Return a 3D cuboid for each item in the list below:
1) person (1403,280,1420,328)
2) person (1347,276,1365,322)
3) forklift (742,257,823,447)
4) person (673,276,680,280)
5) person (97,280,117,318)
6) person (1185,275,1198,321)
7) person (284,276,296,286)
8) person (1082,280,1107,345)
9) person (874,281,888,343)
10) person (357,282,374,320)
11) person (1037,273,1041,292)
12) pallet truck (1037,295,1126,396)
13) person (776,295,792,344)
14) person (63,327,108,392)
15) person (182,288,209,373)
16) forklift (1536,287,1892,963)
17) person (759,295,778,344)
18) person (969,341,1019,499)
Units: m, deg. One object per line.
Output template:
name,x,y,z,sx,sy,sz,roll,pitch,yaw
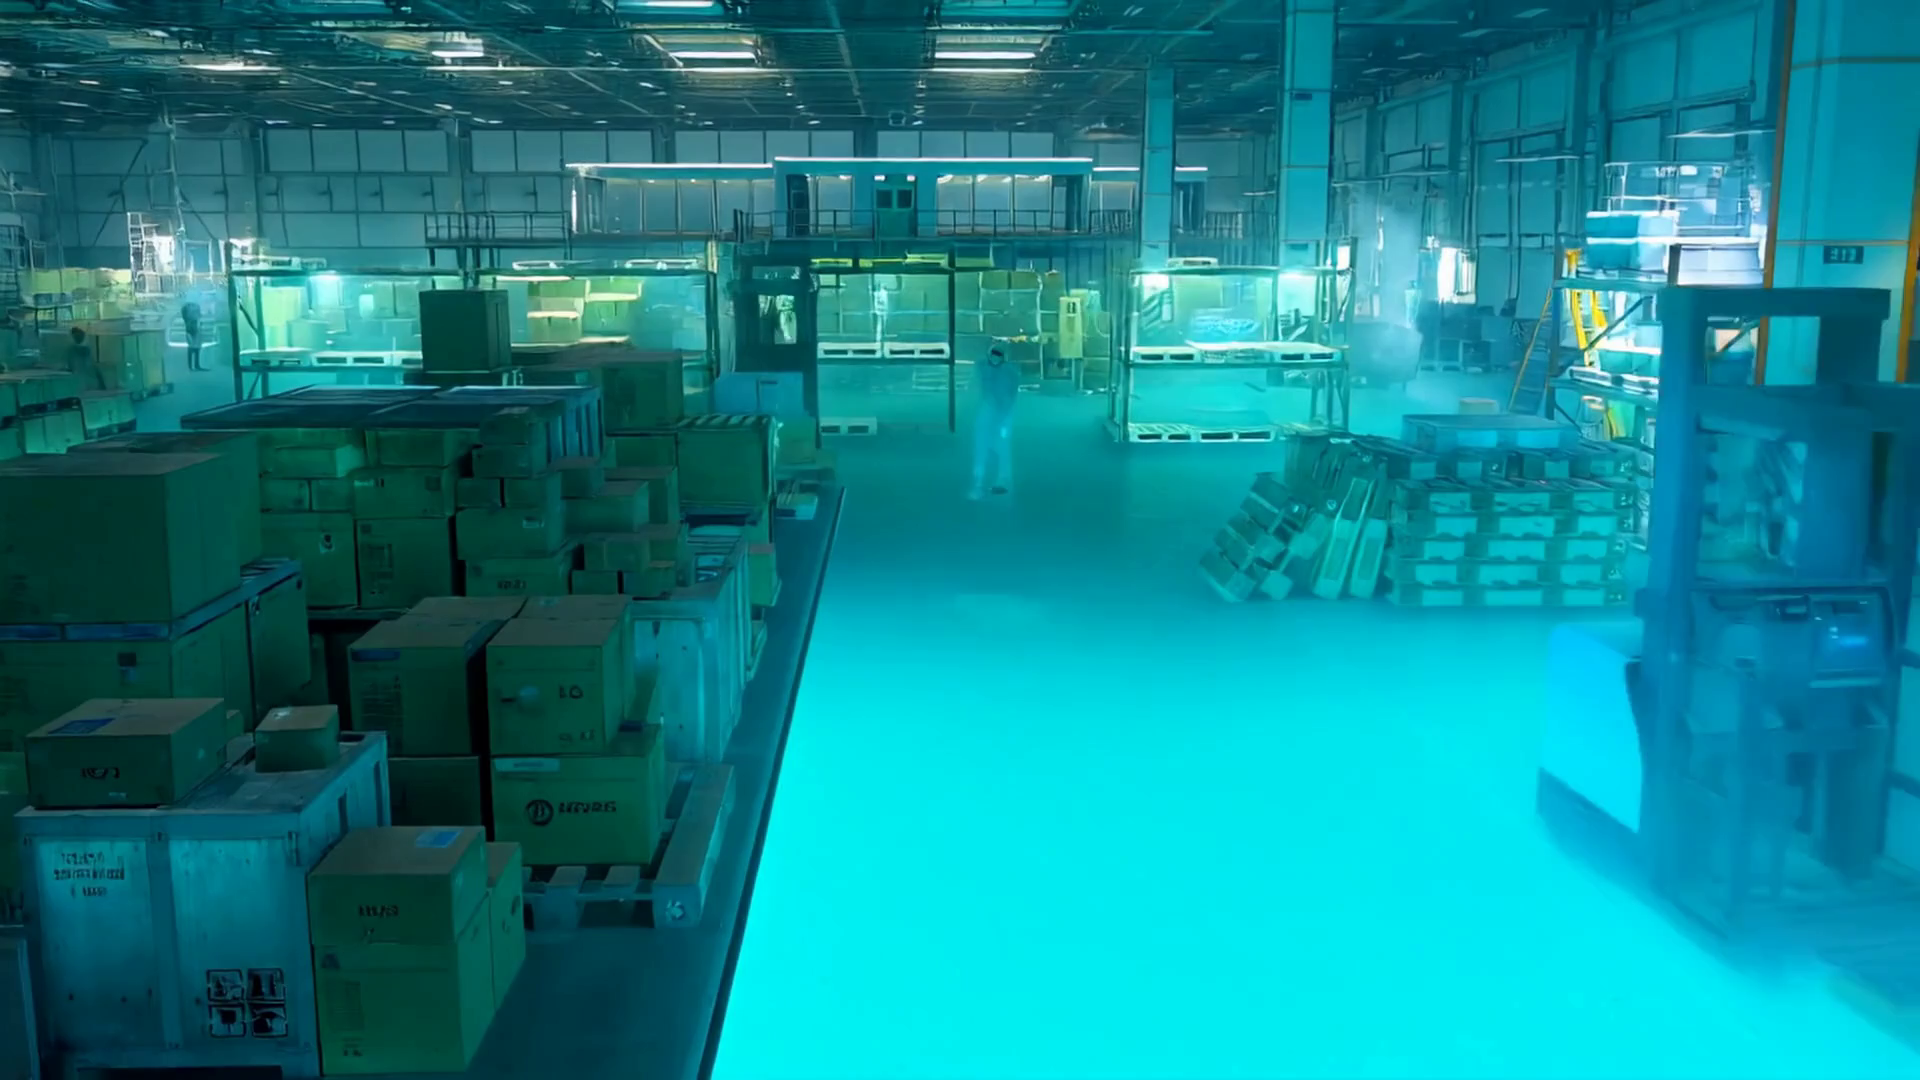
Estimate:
person,14.350,-7.345,52.810,0.524,1.845,0.875,4,11,23
person,14.273,-8.625,60.042,0.624,1.810,0.893,2,10,9
forklift,-2.501,-2.514,22.988,1.129,2.768,1.873,0,10,-2
person,-9.595,-7.949,55.957,0.552,1.915,0.732,4,11,23
person,-27.726,-7.554,54.104,0.616,1.780,0.916,-3,11,-17
person,8.827,-9.285,63.641,0.502,1.826,0.568,6,12,28
person,-27.996,-10.293,69.491,0.294,1.744,0.486,10,14,44
person,3.921,-6.666,48.756,0.741,1.930,0.616,-7,12,-35
person,-2.301,-6.684,48.997,0.343,1.879,0.585,5,11,27
person,-16.840,-6.336,47.040,0.569,1.882,0.976,4,11,19
person,2.868,-8.207,57.250,0.768,1.968,0.632,-1,10,-8
pallet truck,2.483,-3.881,33.060,1.885,1.965,0.823,-7,13,-36
person,-5.139,-6.663,48.925,0.582,1.865,0.561,-8,13,-39
person,-12.575,-2.134,23.856,0.508,1.825,0.992,2,10,11
person,-17.696,-4.831,38.436,0.613,1.963,0.361,8,13,37
forklift,3.623,0.236,7.666,1.129,2.768,1.873,-1,10,-6
person,-4.829,-5.324,40.980,0.536,2.000,0.676,7,12,35
person,0.362,-1.407,19.620,0.700,1.874,0.961,6,12,30
